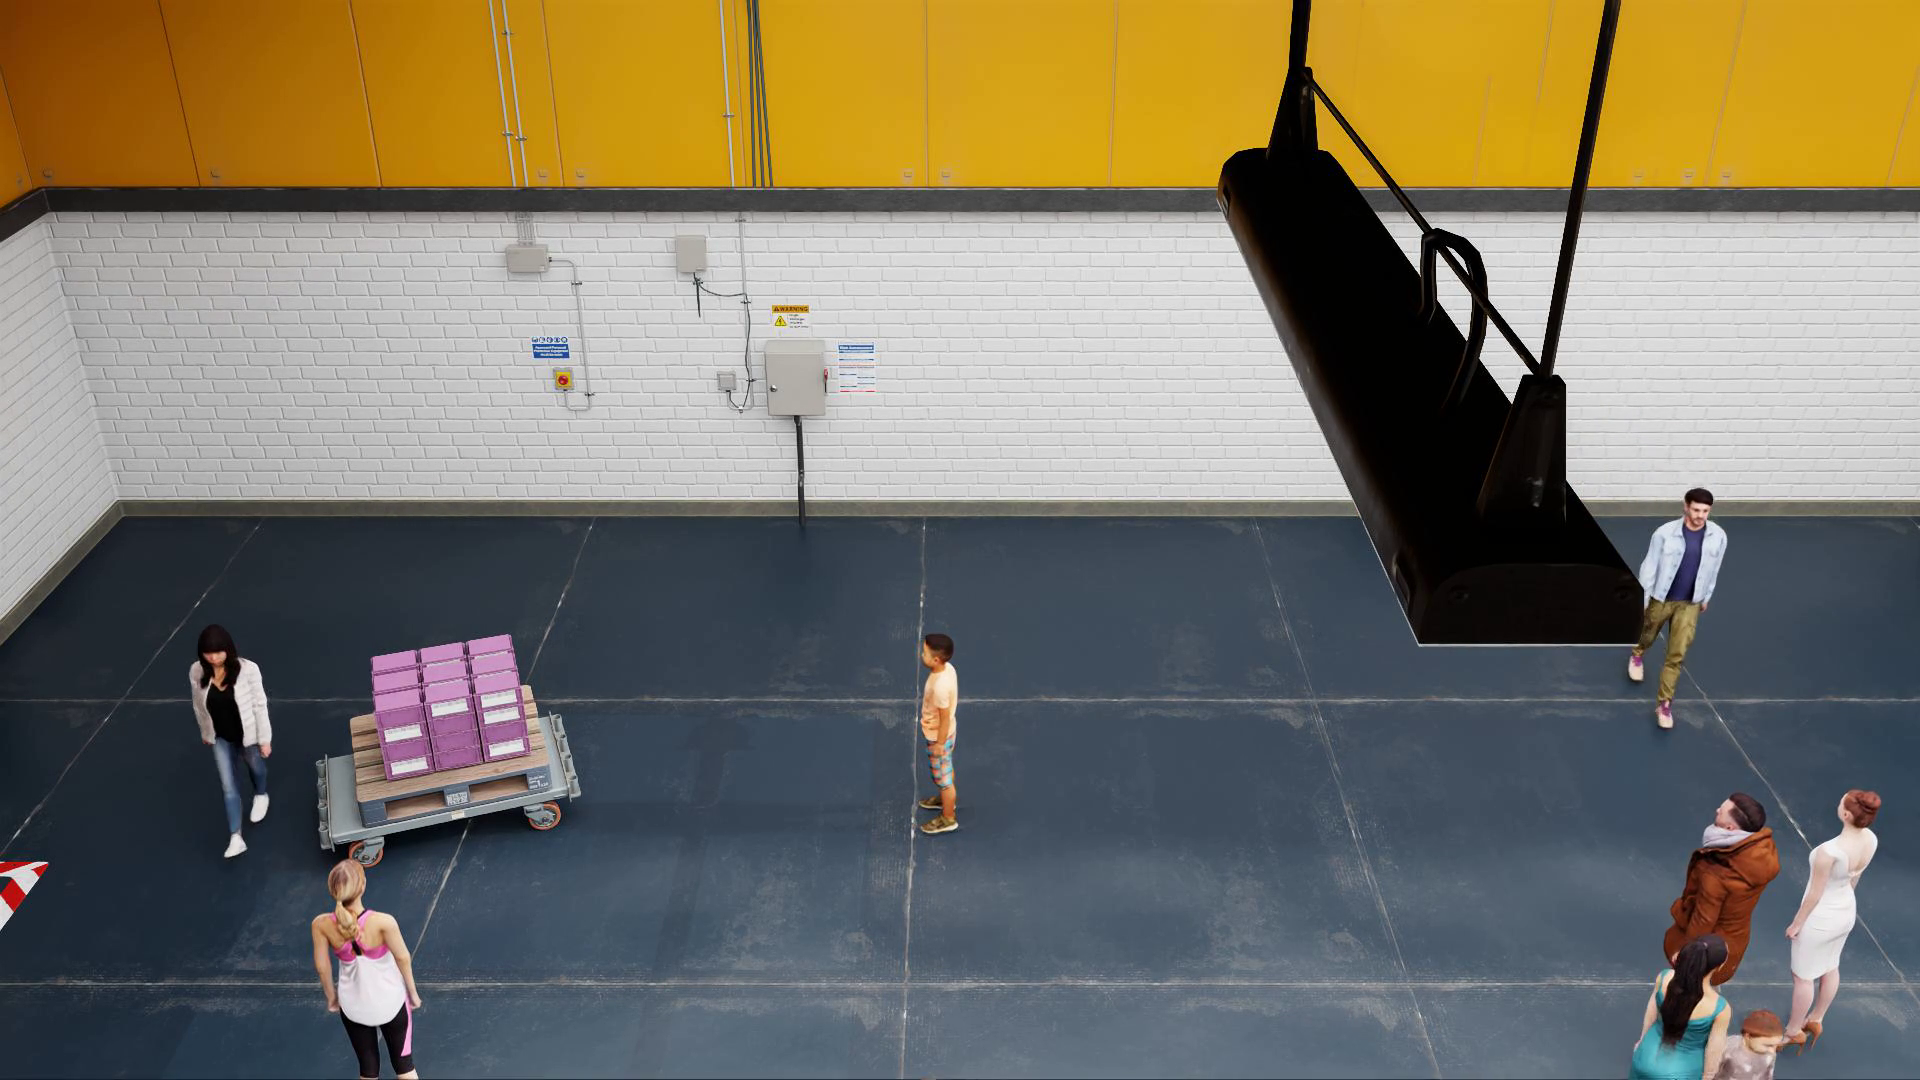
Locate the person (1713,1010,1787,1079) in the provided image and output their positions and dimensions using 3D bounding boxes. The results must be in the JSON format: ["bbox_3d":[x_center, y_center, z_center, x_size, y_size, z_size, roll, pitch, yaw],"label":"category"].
[{"bbox_3d":[3.874,2.777,8.419,0.505,1.177,0.523,4,29,7],"label":"person"}]

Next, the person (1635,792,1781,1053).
[{"bbox_3d":[4.030,2.137,8.903,0.836,1.836,0.885,-21,35,-34],"label":"person"}]

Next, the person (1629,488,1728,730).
[{"bbox_3d":[5.186,0.400,12.149,0.840,1.777,1.209,5,29,10],"label":"person"}]

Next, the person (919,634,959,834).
[{"bbox_3d":[-0.127,1.248,10.925,0.591,1.461,0.410,-1,29,-2],"label":"person"}]

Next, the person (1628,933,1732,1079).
[{"bbox_3d":[3.501,2.605,8.201,0.676,1.687,0.609,-25,37,-38],"label":"person"}]

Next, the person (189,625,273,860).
[{"bbox_3d":[-4.707,1.201,10.866,0.769,1.599,1.072,-5,29,-9],"label":"person"}]

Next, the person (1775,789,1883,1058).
[{"bbox_3d":[4.714,2.079,9.056,0.638,1.792,0.626,-13,31,-22],"label":"person"}]

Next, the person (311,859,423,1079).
[{"bbox_3d":[-3.008,2.379,8.511,0.631,1.786,0.542,-3,29,-5],"label":"person"}]
